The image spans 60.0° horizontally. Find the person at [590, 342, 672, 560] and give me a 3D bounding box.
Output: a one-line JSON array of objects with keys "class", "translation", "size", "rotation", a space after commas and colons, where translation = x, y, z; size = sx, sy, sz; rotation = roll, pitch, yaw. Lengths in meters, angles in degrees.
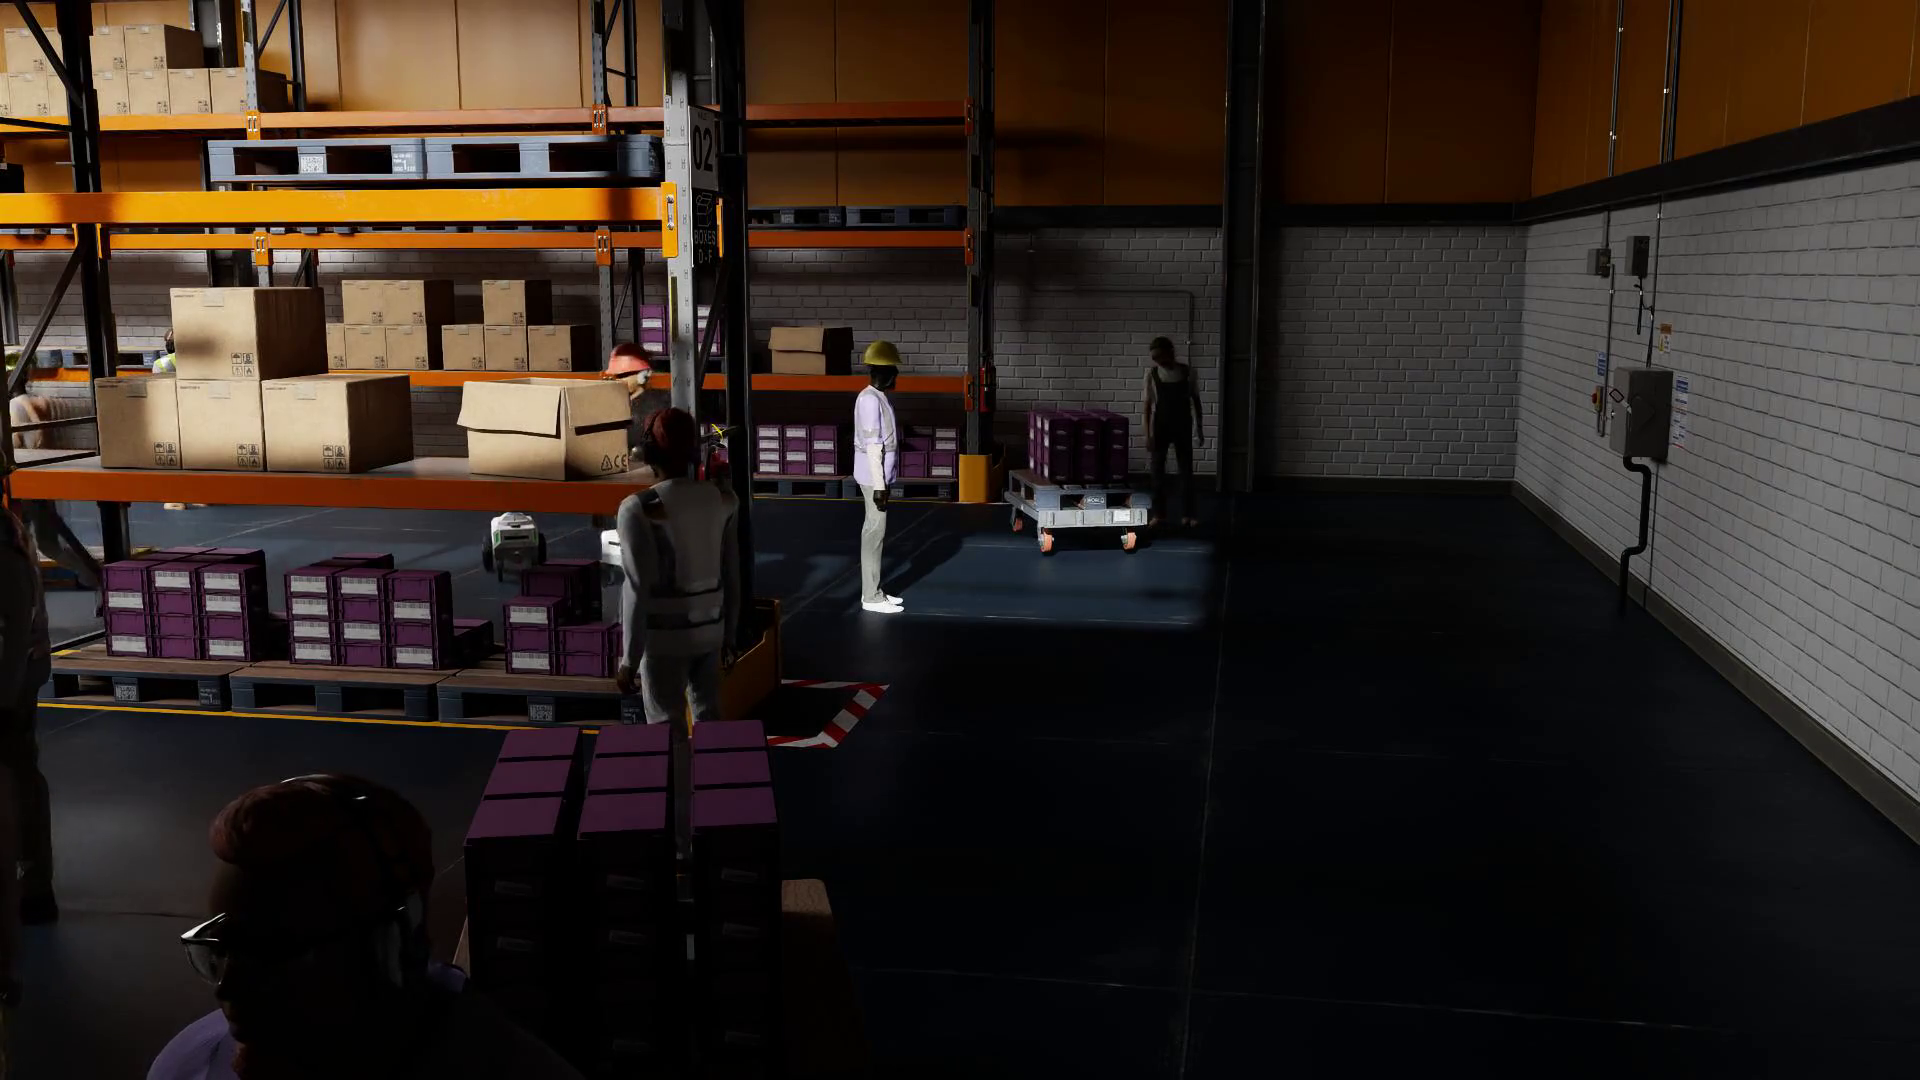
[{"class": "person", "translation": [-2.015, -0.246, 10.394], "size": [0.641, 1.976, 0.419], "rotation": [7, 12, 38]}]

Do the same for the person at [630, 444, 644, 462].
[{"class": "person", "translation": [-1.882, -0.070, 10.423], "size": [0.572, 1.615, 0.512], "rotation": [-1, 9, -3]}]

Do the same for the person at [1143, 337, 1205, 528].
[{"class": "person", "translation": [2.009, -1.010, 15.676], "size": [0.580, 1.808, 0.380], "rotation": [0, 9, 1]}]

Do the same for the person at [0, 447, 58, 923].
[{"class": "person", "translation": [-3.588, 0.511, 6.153], "size": [0.403, 1.835, 0.586], "rotation": [-6, 11, -34]}]

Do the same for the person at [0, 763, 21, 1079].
[{"class": "person", "translation": [-2.314, 1.026, 3.668], "size": [0.489, 1.601, 0.802], "rotation": [-7, 11, -36]}]

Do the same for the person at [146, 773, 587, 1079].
[{"class": "person", "translation": [-0.641, 1.178, 1.793], "size": [0.645, 1.908, 0.408], "rotation": [3, 10, 19]}]

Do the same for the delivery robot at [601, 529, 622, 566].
[{"class": "delivery robot", "translation": [-2.412, 0.052, 12.668], "size": [0.707, 0.478, 0.477], "rotation": [8, 12, 41]}]

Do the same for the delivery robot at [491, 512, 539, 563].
[{"class": "delivery robot", "translation": [-3.552, -0.042, 13.253], "size": [0.477, 0.478, 0.707], "rotation": [-3, 10, -17]}]

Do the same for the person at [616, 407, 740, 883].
[{"class": "person", "translation": [-1.111, 0.413, 6.608], "size": [0.337, 1.882, 0.584], "rotation": [8, 12, 40]}]

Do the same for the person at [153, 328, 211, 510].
[{"class": "person", "translation": [-7.910, -1.228, 16.914], "size": [0.429, 1.846, 0.626], "rotation": [5, 11, 30]}]

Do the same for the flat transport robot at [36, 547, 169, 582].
[{"class": "flat transport robot", "translation": [-6.977, 0.198, 12.929], "size": [1.431, 0.197, 0.652], "rotation": [0, 9, -3]}]

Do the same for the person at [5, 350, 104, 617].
[{"class": "person", "translation": [-6.241, -0.351, 11.334], "size": [0.804, 1.896, 0.589], "rotation": [0, 9, -1]}]

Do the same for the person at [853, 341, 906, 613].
[{"class": "person", "translation": [-0.567, -0.449, 11.829], "size": [0.378, 1.925, 0.588], "rotation": [0, 9, -2]}]
